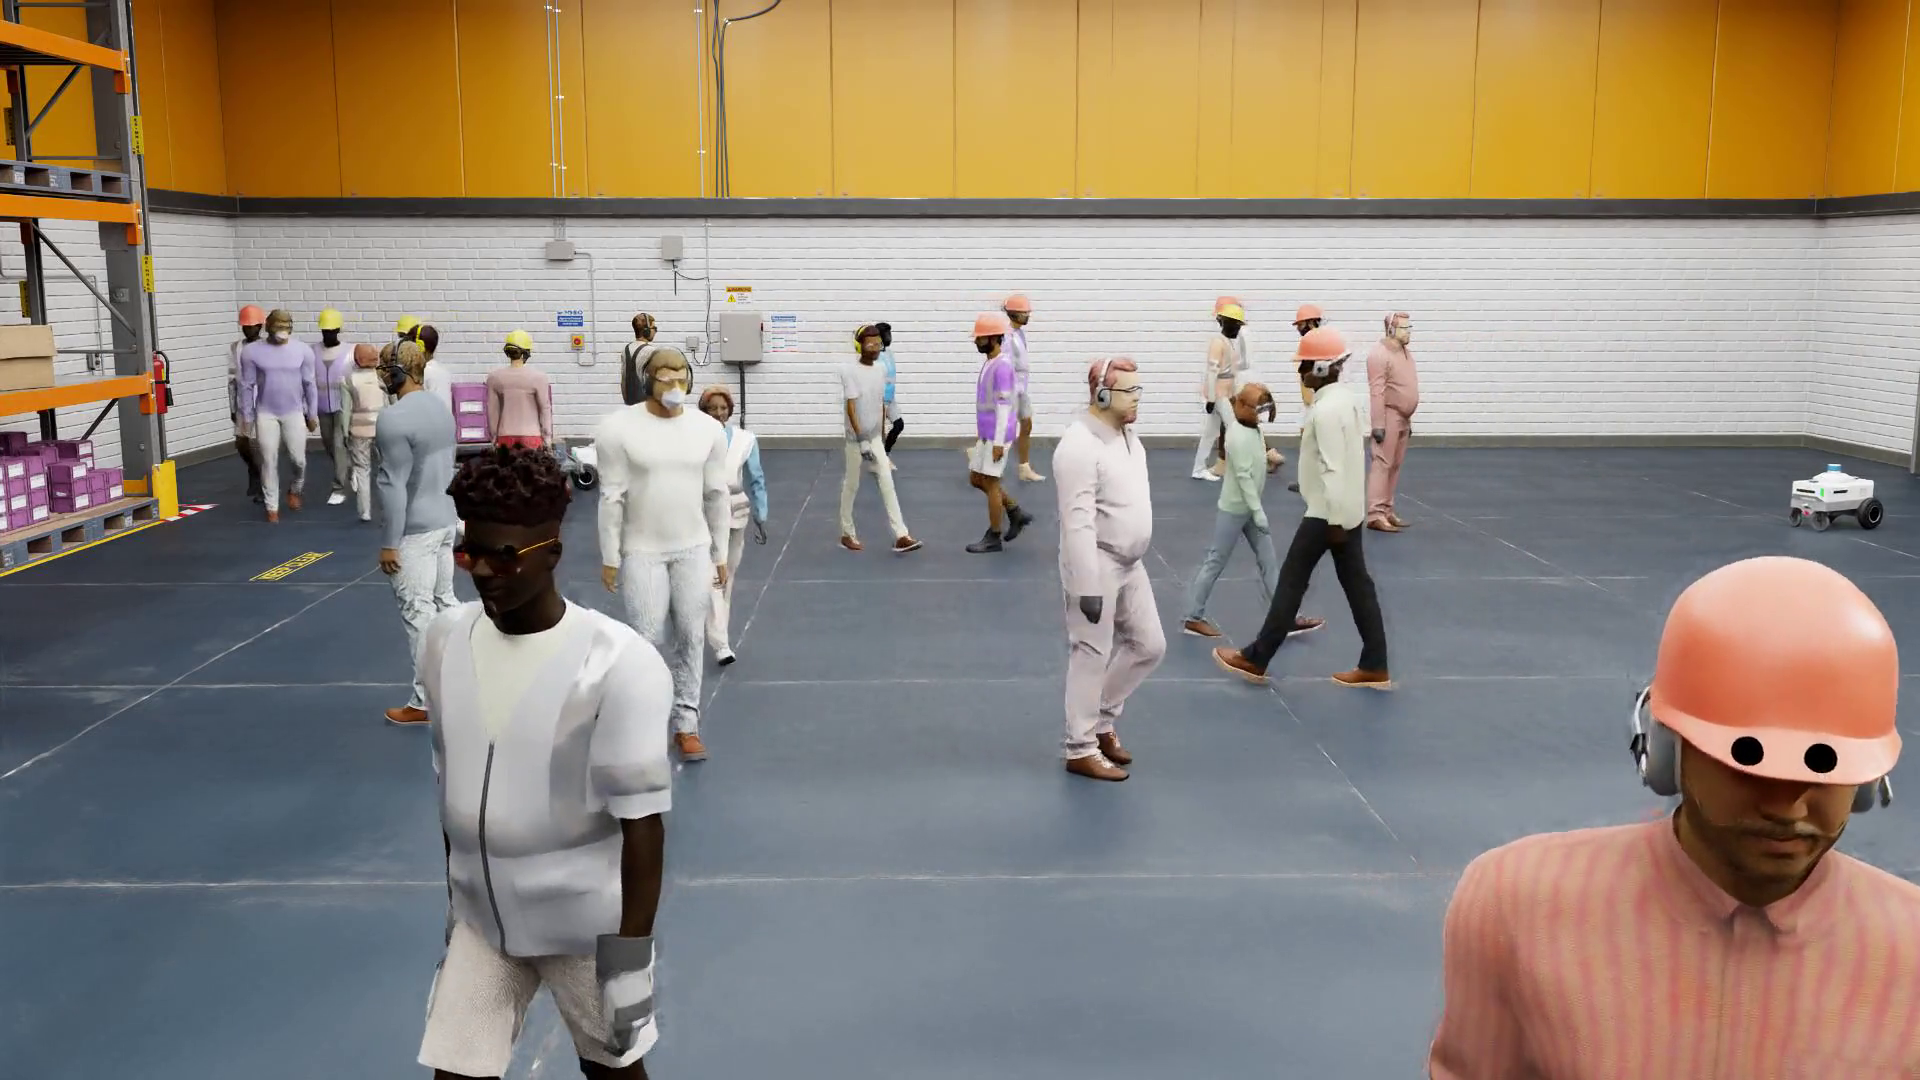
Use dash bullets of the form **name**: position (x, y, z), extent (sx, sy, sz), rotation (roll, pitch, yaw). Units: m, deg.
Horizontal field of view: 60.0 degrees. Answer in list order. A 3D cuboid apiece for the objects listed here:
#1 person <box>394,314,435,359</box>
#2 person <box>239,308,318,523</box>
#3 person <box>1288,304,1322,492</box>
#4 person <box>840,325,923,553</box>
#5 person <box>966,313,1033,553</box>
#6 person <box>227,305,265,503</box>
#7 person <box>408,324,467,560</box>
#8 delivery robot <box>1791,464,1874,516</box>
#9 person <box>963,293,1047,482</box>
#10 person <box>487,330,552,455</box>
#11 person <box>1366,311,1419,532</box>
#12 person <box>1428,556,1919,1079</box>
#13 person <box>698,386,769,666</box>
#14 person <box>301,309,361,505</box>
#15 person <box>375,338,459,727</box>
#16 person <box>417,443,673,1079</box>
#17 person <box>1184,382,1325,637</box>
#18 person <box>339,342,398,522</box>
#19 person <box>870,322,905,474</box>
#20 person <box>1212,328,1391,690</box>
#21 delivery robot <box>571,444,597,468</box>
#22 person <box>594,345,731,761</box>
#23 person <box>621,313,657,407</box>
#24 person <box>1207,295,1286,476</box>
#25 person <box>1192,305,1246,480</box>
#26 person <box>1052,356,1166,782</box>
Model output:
- **person**: position (-5.658, -1.448, 17.339), extent (0.608, 1.802, 0.701), rotation (7, 12, 36)
- **person**: position (-6.121, -1.120, 14.947), extent (0.669, 1.919, 0.508), rotation (-4, 10, -21)
- **person**: position (3.677, -1.435, 16.909), extent (0.631, 1.911, 0.582), rotation (-2, 9, -12)
- **person**: position (-0.675, -0.777, 13.141), extent (0.496, 1.819, 0.978), rotation (-8, 12, -39)
- **person**: position (0.306, -0.848, 13.291), extent (0.492, 1.925, 0.545), rotation (-3, 10, -15)
- **person**: position (-6.860, -1.329, 16.227), extent (0.555, 1.920, 0.551), rotation (-1, 9, -4)
- **person**: position (-4.104, -0.745, 12.891), extent (0.726, 1.845, 0.539), rotation (0, 9, 3)
- **delivery robot**: position (7.625, -0.418, 14.534), extent (0.707, 0.478, 0.477), rotation (-4, 10, -25)
- **person**: position (0.485, -1.610, 17.683), extent (0.808, 2.023, 0.613), rotation (3, 10, 20)
- **person**: position (-3.631, -0.849, 13.757), extent (0.529, 1.767, 0.329), rotation (1, 9, 3)
- **person**: position (3.769, -1.030, 14.441), extent (0.404, 1.907, 0.650), rotation (7, 12, 36)
- **person**: position (0.809, 0.999, 1.786), extent (0.660, 1.967, 0.737), rotation (3, 10, 16)
- **person**: position (-1.380, -0.093, 9.629), extent (0.538, 1.585, 0.851), rotation (-4, 10, -22)
- **person**: position (-6.094, -1.323, 16.295), extent (0.613, 1.893, 0.828), rotation (0, 9, 1)
- **person**: position (-2.693, -0.036, 8.294), extent (0.374, 1.932, 0.623), rotation (1, 9, 7)
- **person**: position (-0.885, 0.775, 3.312), extent (0.639, 1.915, 0.977), rotation (4, 10, 21)
- **person**: position (1.776, -0.164, 10.124), extent (0.855, 1.579, 0.507), rotation (5, 10, 28)
- **person**: position (-5.226, -0.944, 14.775), extent (0.532, 1.618, 0.614), rotation (-5, 11, -28)
- **person**: position (-0.835, -1.548, 18.277), extent (0.404, 1.680, 0.563), rotation (4, 10, 25)
- **person**: position (1.896, -0.164, 9.003), extent (1.000, 1.939, 0.619), rotation (5, 10, 27)
- **delivery robot**: position (-3.661, -0.862, 17.255), extent (0.707, 0.478, 0.477), rotation (-3, 10, -16)
- **person**: position (-1.374, 0.053, 7.736), extent (0.637, 1.922, 0.549), rotation (-5, 10, -26)
- **person**: position (-3.036, -1.254, 16.001), extent (0.514, 1.843, 0.327), rotation (7, 12, 37)
- **person**: position (3.087, -1.647, 17.981), extent (0.894, 2.002, 0.614), rotation (2, 10, 14)
- **person**: position (2.848, -1.544, 17.678), extent (0.820, 1.875, 0.601), rotation (3, 10, 17)
- **person**: position (0.662, 0.136, 7.341), extent (0.438, 1.888, 0.670), rotation (5, 11, 29)
